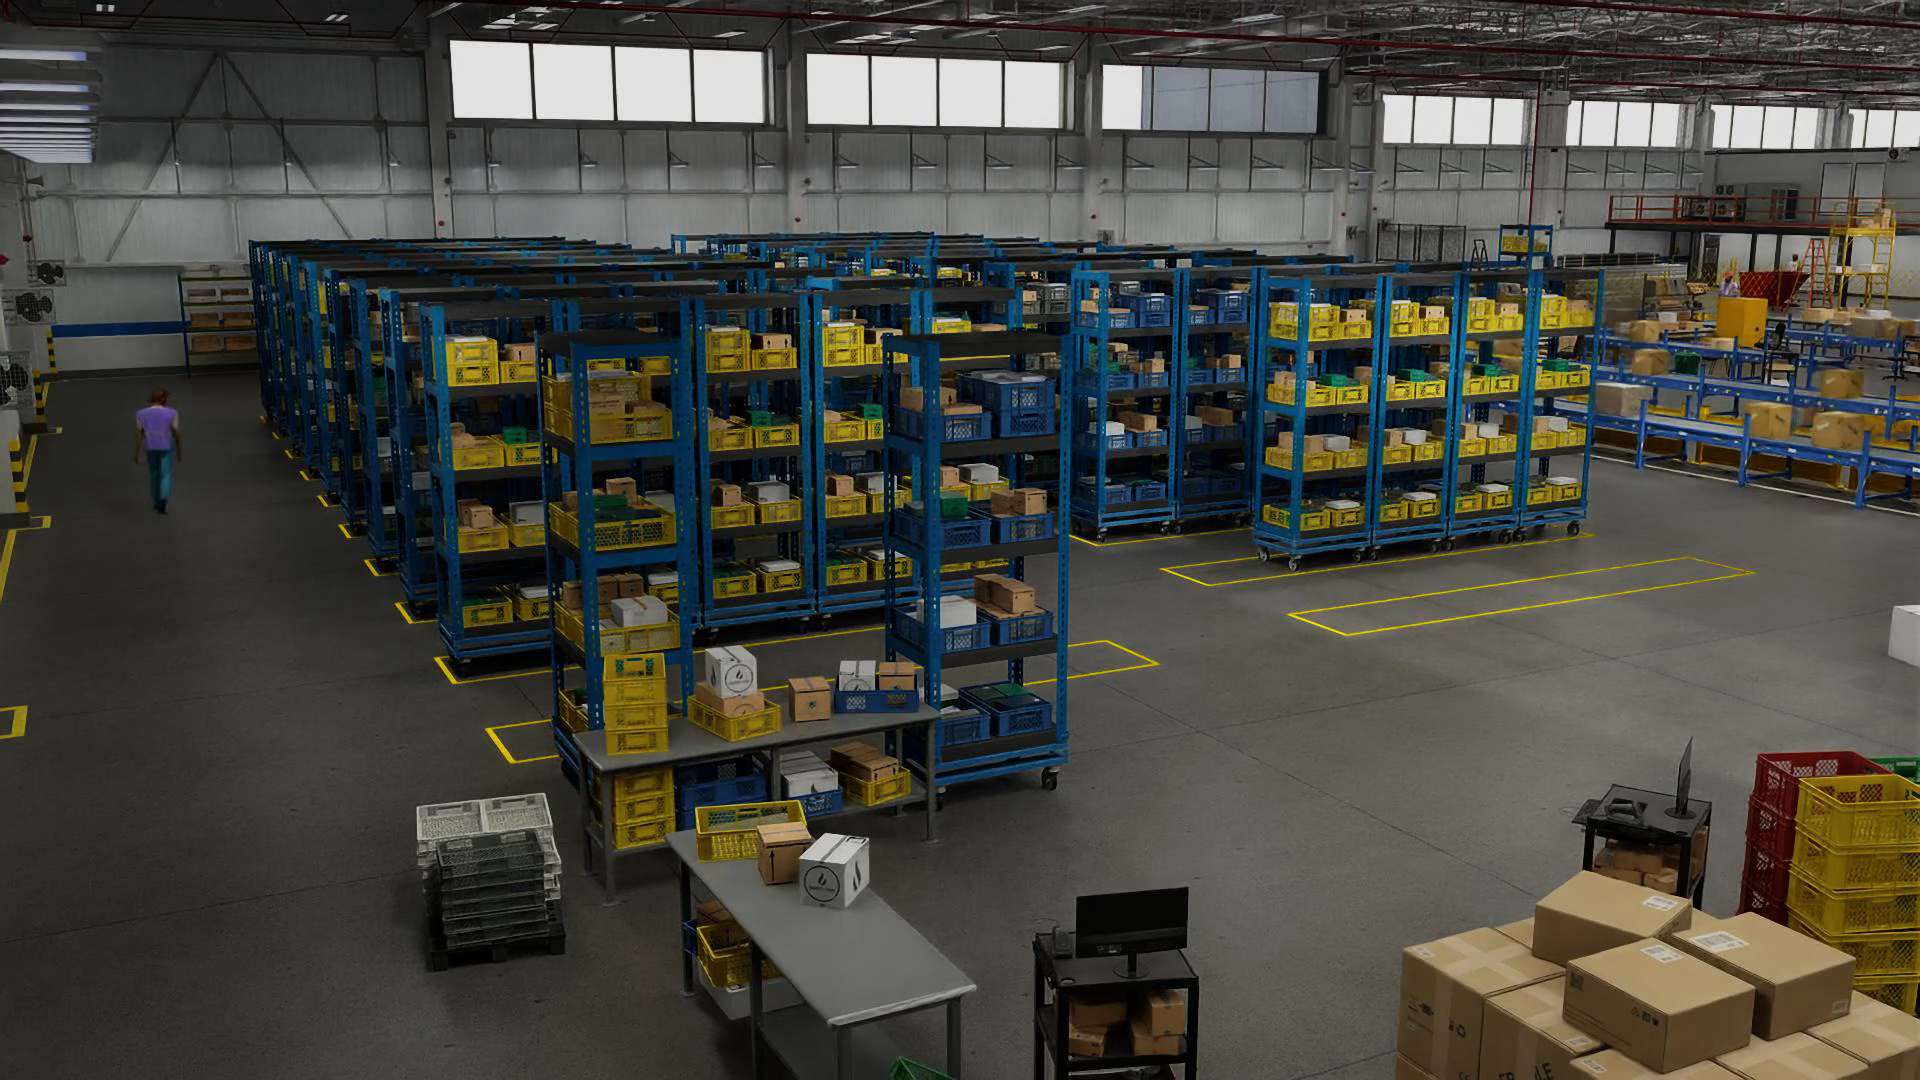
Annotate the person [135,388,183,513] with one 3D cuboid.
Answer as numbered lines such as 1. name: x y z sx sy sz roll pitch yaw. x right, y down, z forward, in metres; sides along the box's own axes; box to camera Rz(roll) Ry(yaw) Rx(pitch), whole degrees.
1. person: -11.664 -1.301 24.177 0.654 1.800 0.800 -3 13 -15

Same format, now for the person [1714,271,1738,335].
1. person: 24.087 -7.437 52.290 0.391 2.034 0.605 -7 14 -29

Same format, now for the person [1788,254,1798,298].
1. person: 34.472 -10.899 68.871 0.360 1.879 0.578 9 15 37

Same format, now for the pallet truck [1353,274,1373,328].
1. pallet truck: 13.011 -8.050 55.243 0.823 1.965 1.885 -7 14 -28
